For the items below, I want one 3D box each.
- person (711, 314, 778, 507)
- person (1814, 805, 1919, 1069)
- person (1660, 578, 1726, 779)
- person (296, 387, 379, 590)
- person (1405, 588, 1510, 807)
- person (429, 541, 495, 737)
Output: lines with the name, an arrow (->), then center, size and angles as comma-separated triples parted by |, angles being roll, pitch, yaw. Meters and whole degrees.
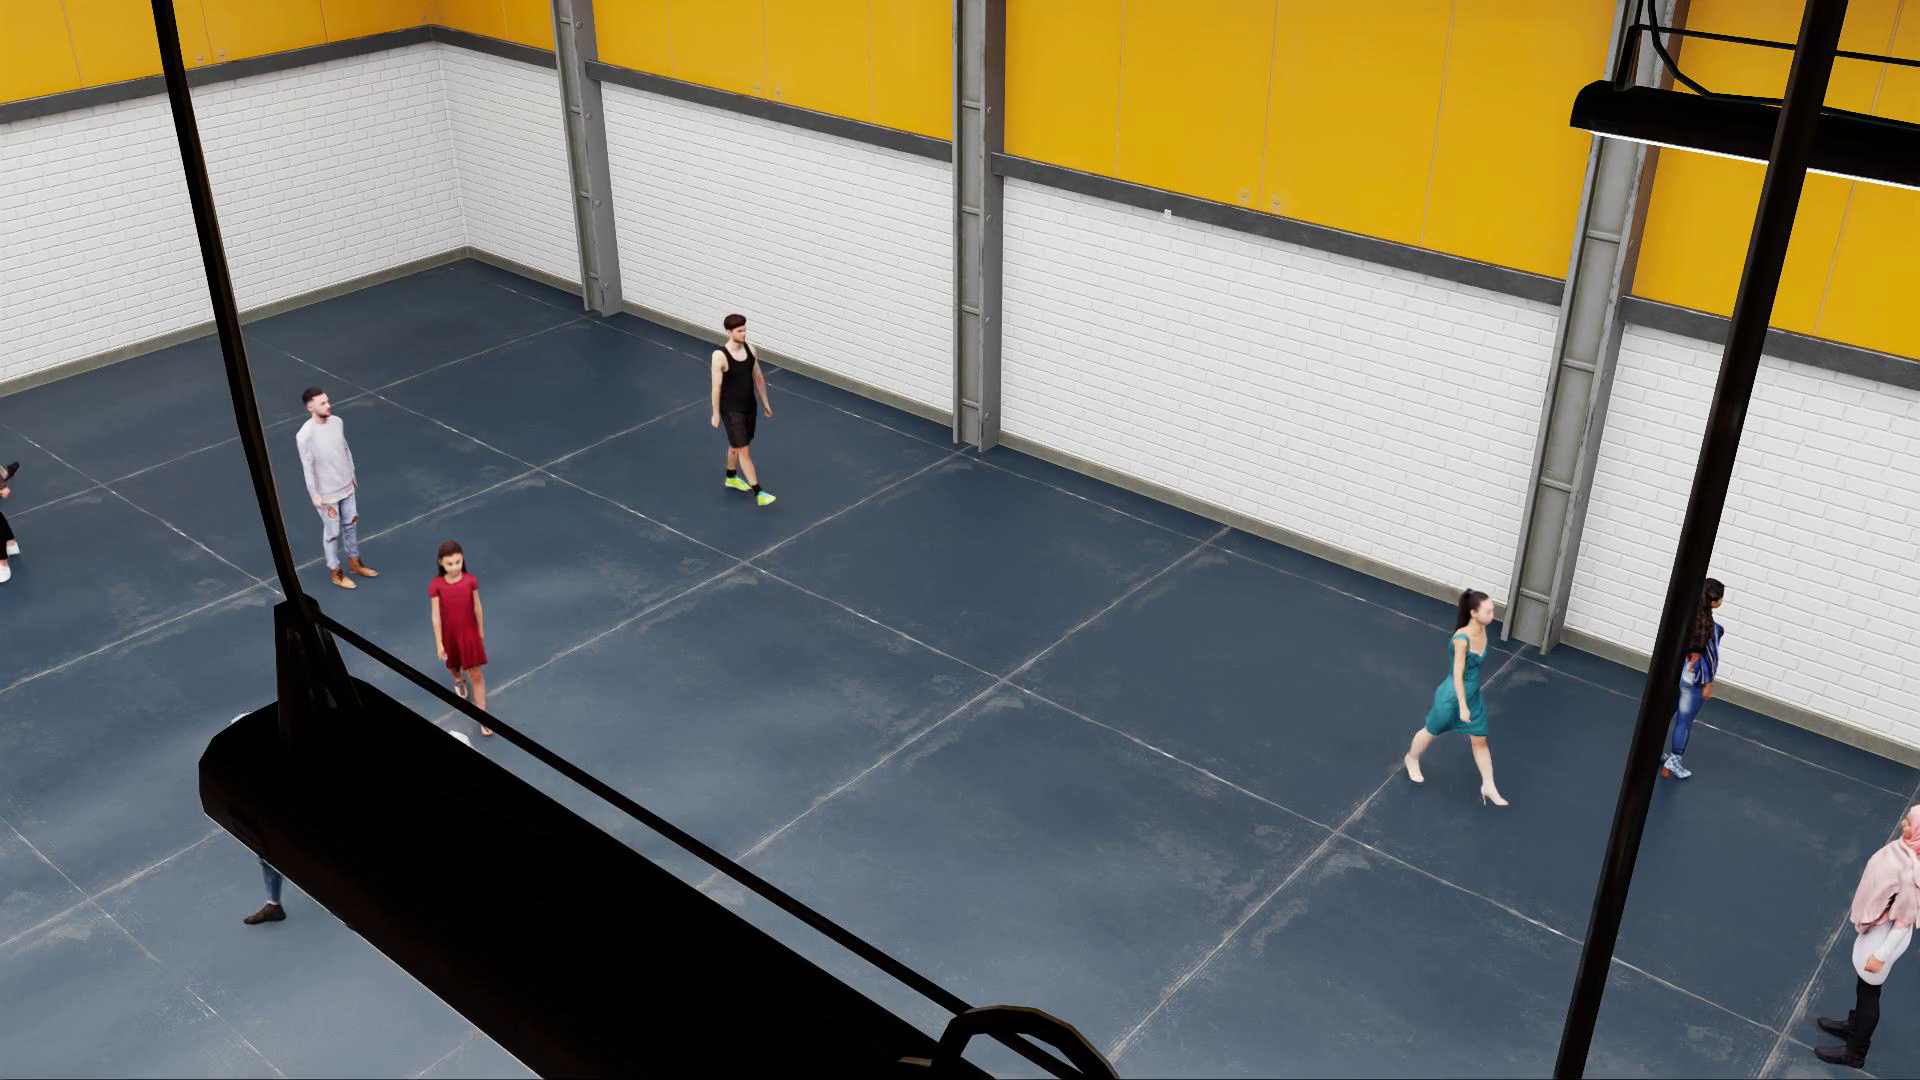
person -> -2.149, -1.271, 15.814 | 1.040, 1.856, 0.707 | 22, 35, 34
person -> 5.252, 2.237, 9.437 | 0.649, 1.804, 0.671 | 15, 32, 26
person -> 5.225, 0.975, 11.948 | 0.754, 1.614, 0.665 | -7, 29, -12
person -> -5.437, -0.472, 14.365 | 0.674, 1.841, 0.737 | 13, 31, 23
person -> 3.429, 1.090, 11.712 | 0.692, 1.640, 1.077 | -21, 35, -34
person -> -3.809, 0.676, 12.593 | 0.853, 1.523, 1.108 | -11, 31, -20
